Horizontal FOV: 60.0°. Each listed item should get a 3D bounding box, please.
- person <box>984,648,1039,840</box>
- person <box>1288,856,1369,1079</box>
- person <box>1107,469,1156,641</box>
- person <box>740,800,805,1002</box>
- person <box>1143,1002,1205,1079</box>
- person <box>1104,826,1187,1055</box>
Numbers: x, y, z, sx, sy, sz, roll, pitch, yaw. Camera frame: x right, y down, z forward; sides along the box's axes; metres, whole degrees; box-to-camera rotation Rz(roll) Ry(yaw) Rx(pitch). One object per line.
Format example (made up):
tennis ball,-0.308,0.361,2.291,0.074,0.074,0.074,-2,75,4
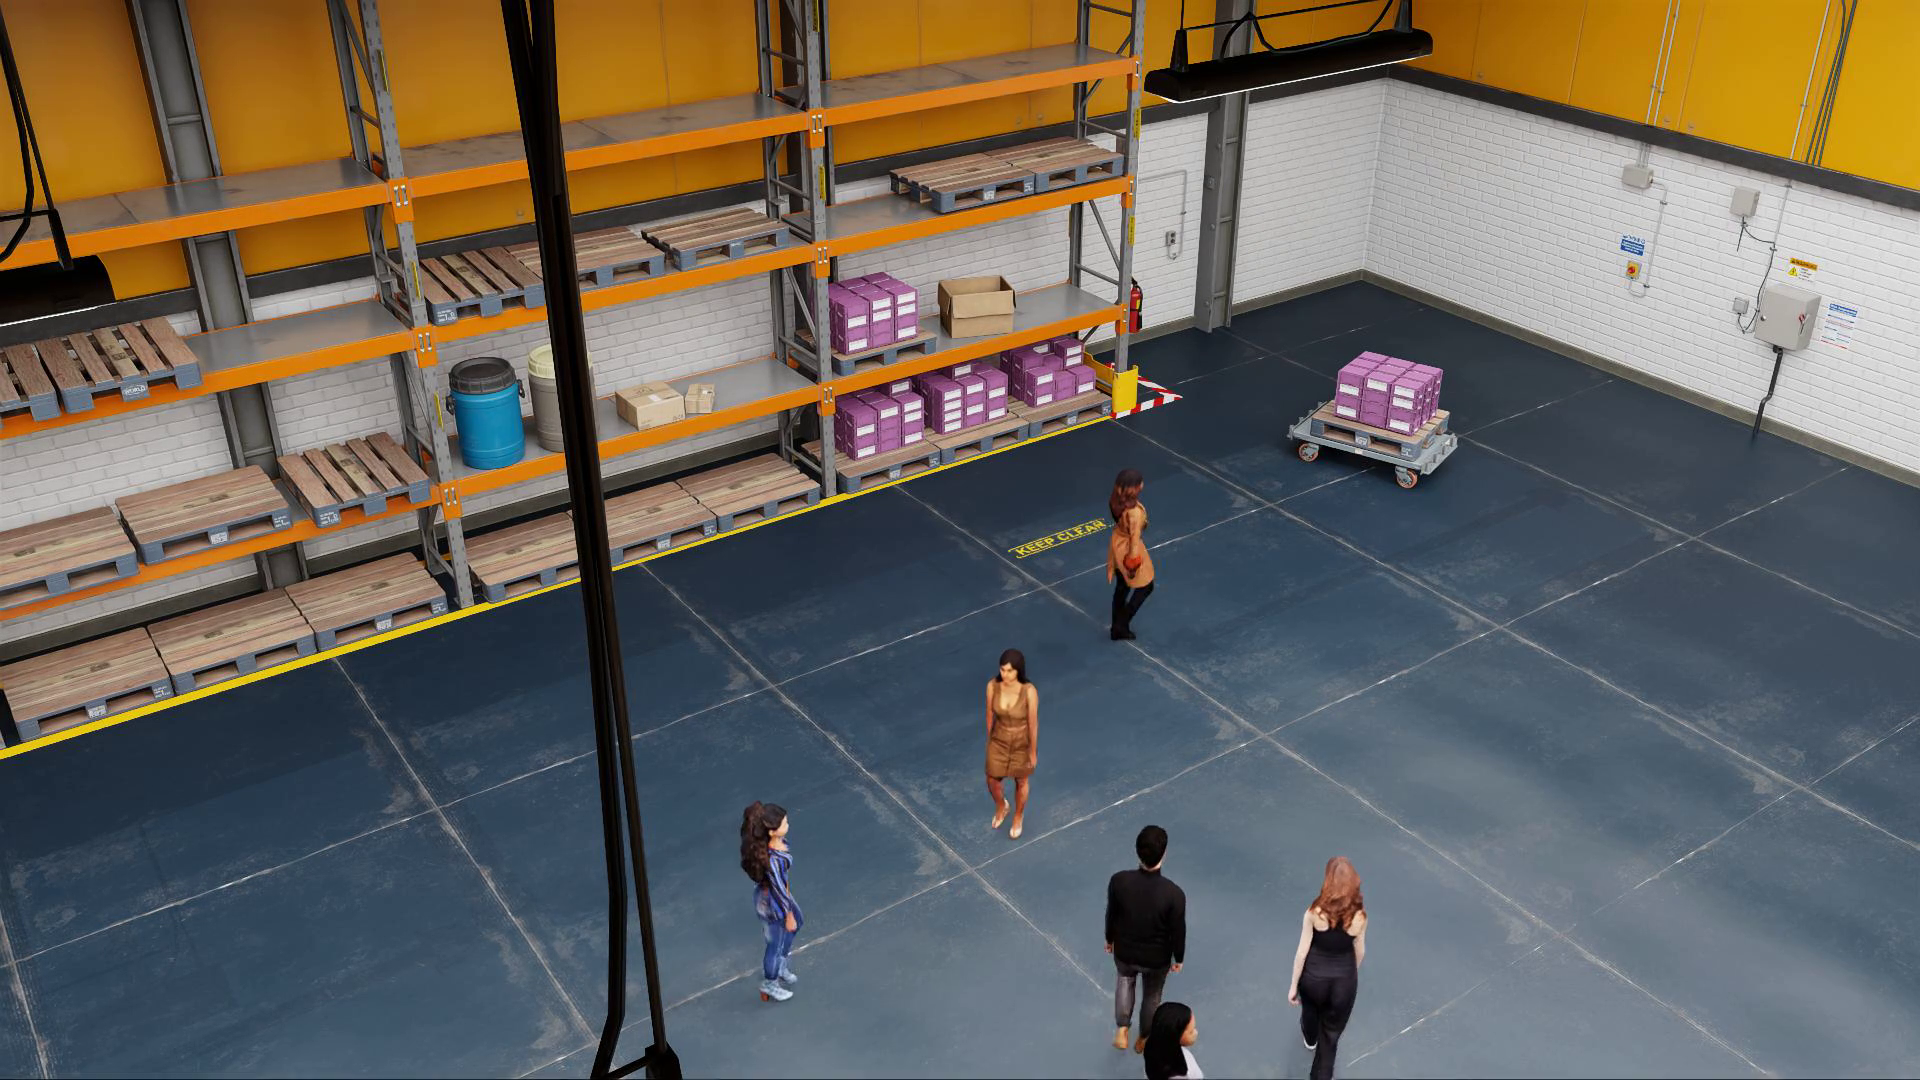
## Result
person,0.424,1.481,12.387,0.699,1.678,0.749,8,30,15
person,2.224,2.758,10.037,1.080,1.687,1.118,3,29,6
person,1.400,0.160,14.776,0.734,1.711,0.761,-9,30,-17
person,-1.284,2.372,10.821,0.748,1.615,0.741,-7,29,-13
person,1.113,3.232,9.119,0.629,1.736,0.662,-8,30,-14
person,1.117,2.564,10.364,0.828,1.715,0.878,10,30,18
